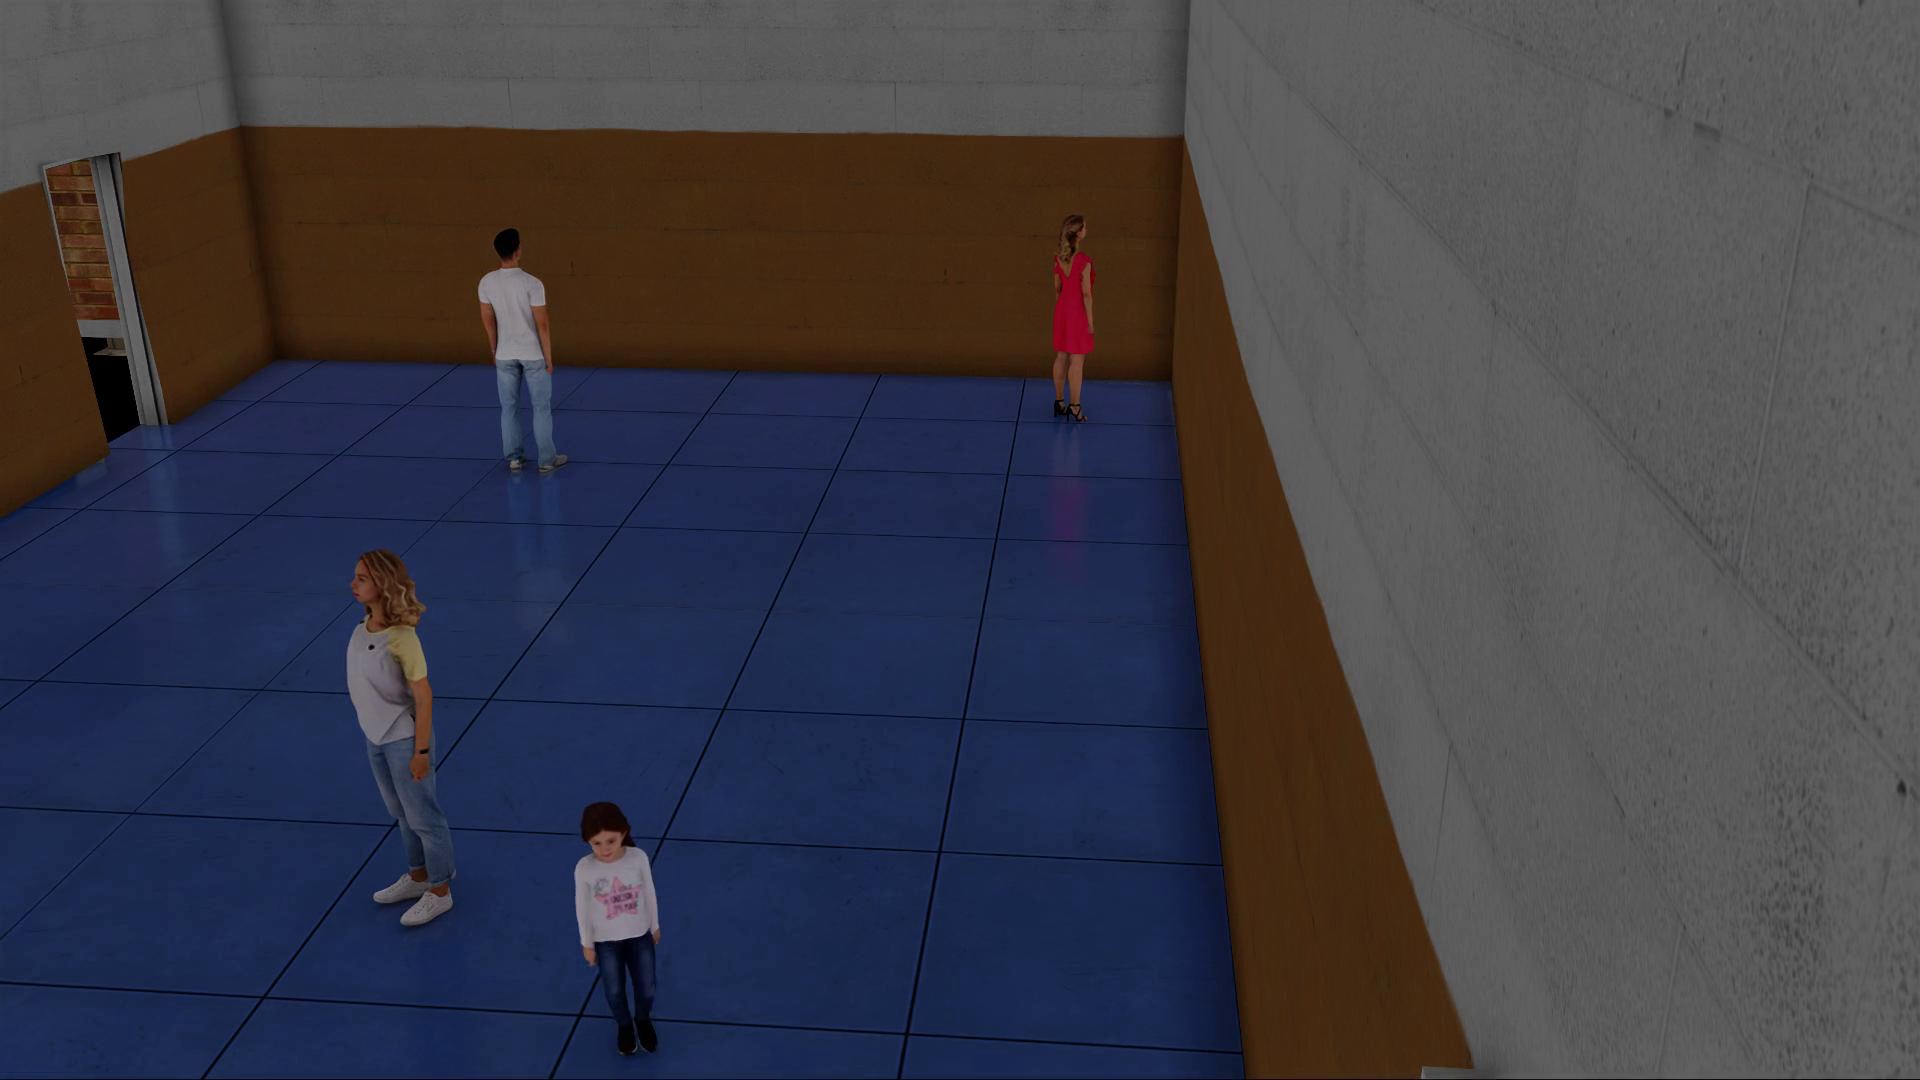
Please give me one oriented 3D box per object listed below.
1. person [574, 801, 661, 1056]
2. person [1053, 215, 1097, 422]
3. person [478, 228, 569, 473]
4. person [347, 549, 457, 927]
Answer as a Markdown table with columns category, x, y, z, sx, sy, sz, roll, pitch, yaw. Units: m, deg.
| category | x | y | z | sx | sy | sz | roll | pitch | yaw |
| --- | --- | --- | --- | --- | --- | --- | --- | --- | --- |
| person | -1.319 | 1.465 | 6.415 | 0.490 | 1.104 | 0.577 | -6 | 23 | -15 |
| person | 0.928 | -1.848 | 13.822 | 0.715 | 1.729 | 0.662 | -16 | 27 | -34 |
| person | -3.323 | -1.424 | 12.582 | 0.510 | 1.867 | 0.739 | 3 | 22 | 8 |
| person | -2.390 | 0.838 | 7.123 | 0.768 | 1.723 | 0.694 | -20 | 29 | -40 |
